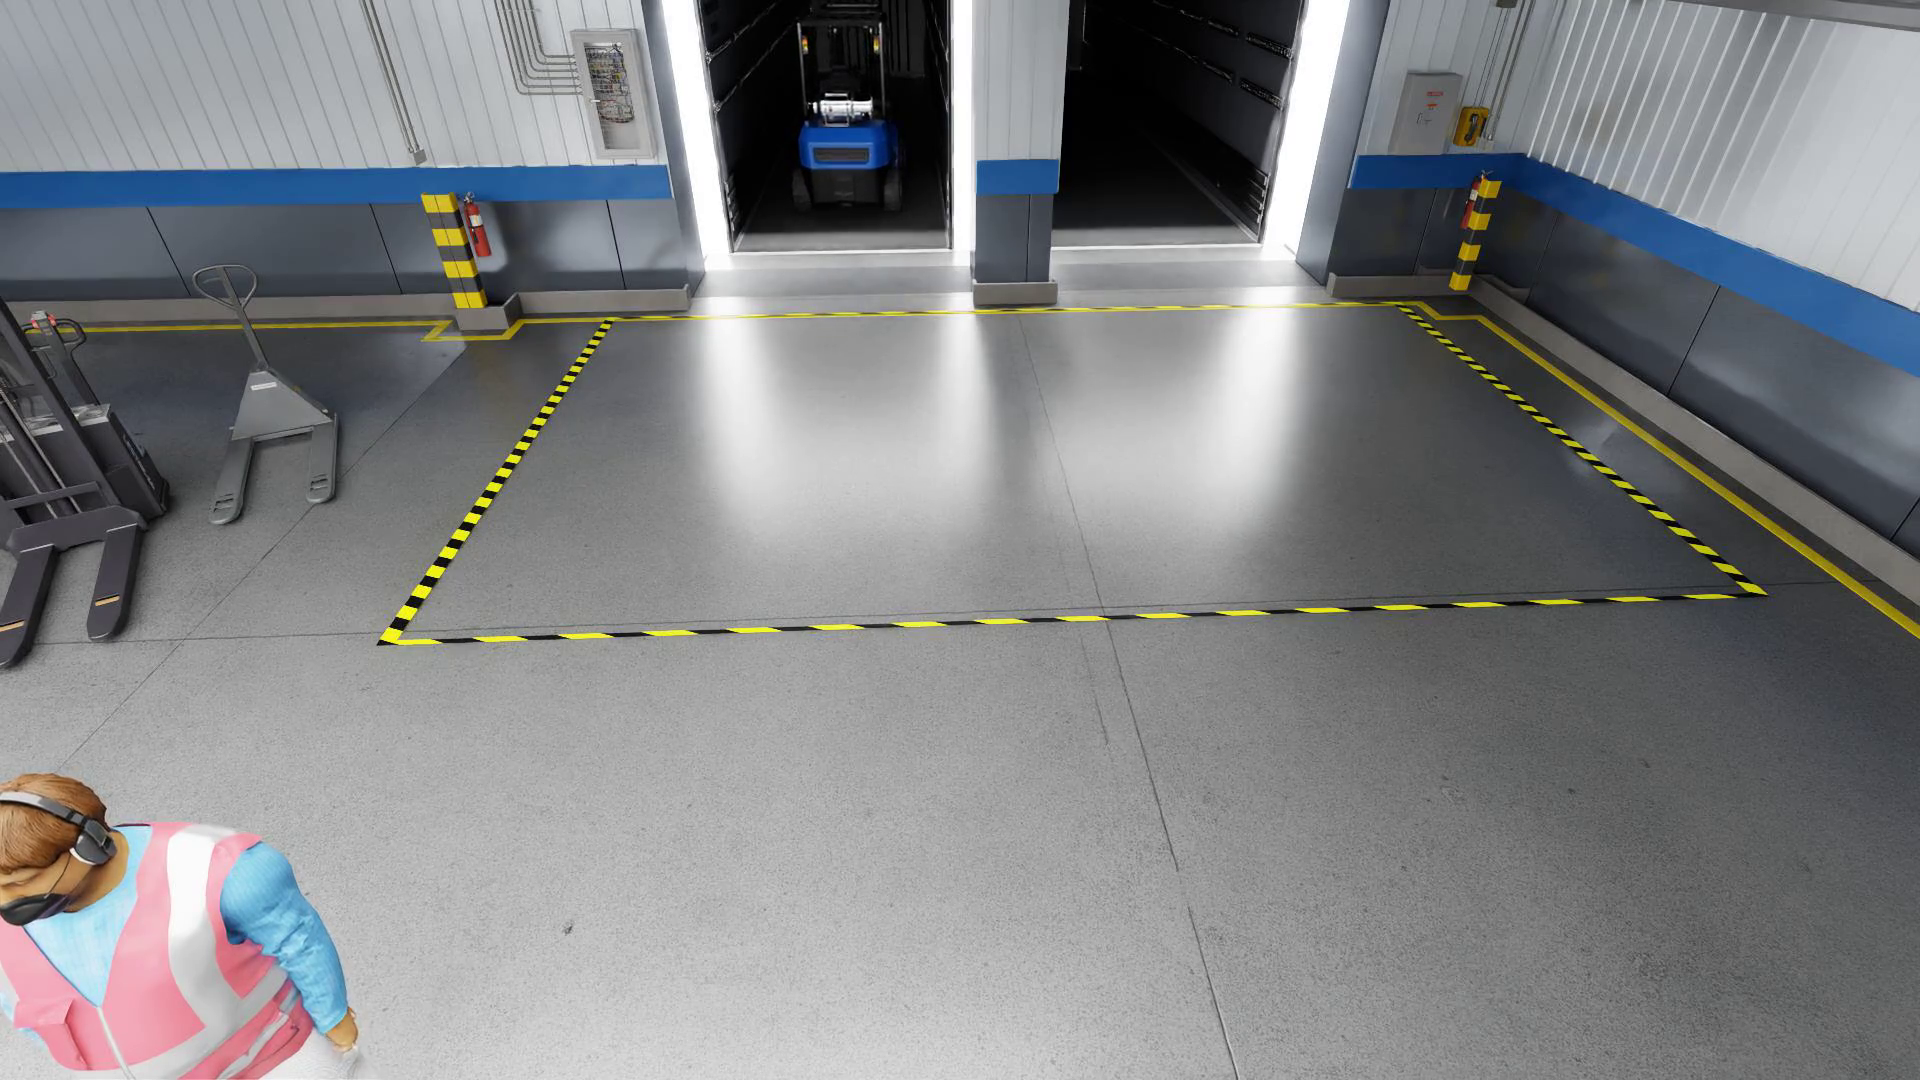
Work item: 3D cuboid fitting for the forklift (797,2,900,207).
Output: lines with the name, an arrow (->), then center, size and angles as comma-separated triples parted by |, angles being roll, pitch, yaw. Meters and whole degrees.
forklift -> -1.422, -5.670, 11.817 | 1.157, 2.036, 2.680 | 0, 35, 0

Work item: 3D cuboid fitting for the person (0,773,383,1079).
person -> -1.881, 1.261, 2.313 | 0.632, 1.842, 0.429 | -9, 36, -12

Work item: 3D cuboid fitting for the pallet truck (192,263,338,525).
pallet truck -> -4.778, -1.027, 6.128 | 0.680, 1.201, 1.601 | -17, 38, -23

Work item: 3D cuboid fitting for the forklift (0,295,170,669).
forklift -> -5.212, -0.618, 4.878 | 0.823, 1.965, 1.885 | -20, 39, -26
